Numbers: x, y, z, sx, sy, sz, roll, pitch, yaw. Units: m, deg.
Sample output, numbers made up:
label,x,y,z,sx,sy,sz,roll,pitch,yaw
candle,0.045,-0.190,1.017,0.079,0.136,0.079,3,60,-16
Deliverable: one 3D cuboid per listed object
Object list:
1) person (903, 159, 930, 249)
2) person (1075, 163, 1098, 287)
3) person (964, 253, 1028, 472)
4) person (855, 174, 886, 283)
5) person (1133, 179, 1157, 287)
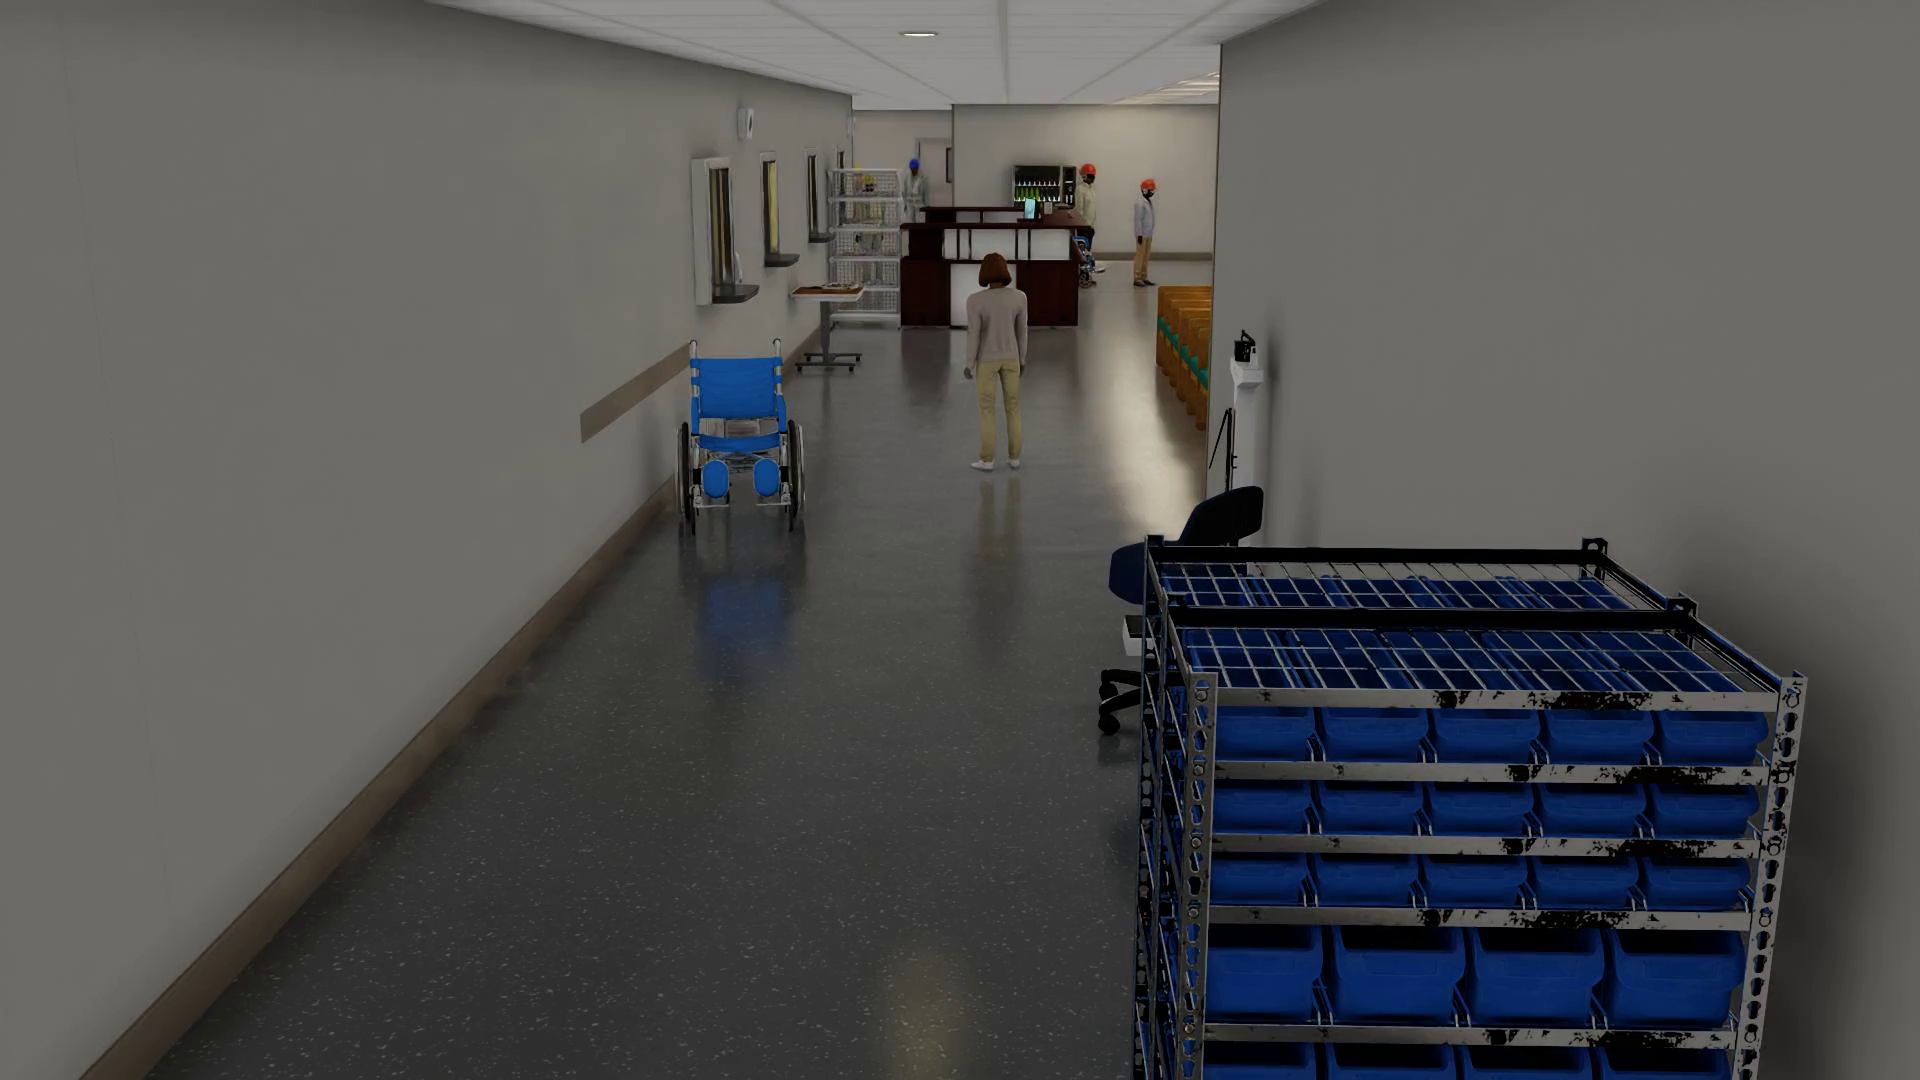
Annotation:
label,x,y,z,sx,sy,sz,roll,pitch,yaw
person,-0.928,-7.294,36.078,0.617,1.924,0.631,7,15,25
person,2.073,-5.157,27.250,0.389,1.992,0.625,6,15,23
person,0.270,-1.326,12.449,0.498,1.633,0.278,-6,15,-22
person,-1.471,-5.027,27.094,0.598,1.823,0.414,-12,19,-41
person,3.049,-5.032,27.263,0.348,1.743,0.564,7,16,28
